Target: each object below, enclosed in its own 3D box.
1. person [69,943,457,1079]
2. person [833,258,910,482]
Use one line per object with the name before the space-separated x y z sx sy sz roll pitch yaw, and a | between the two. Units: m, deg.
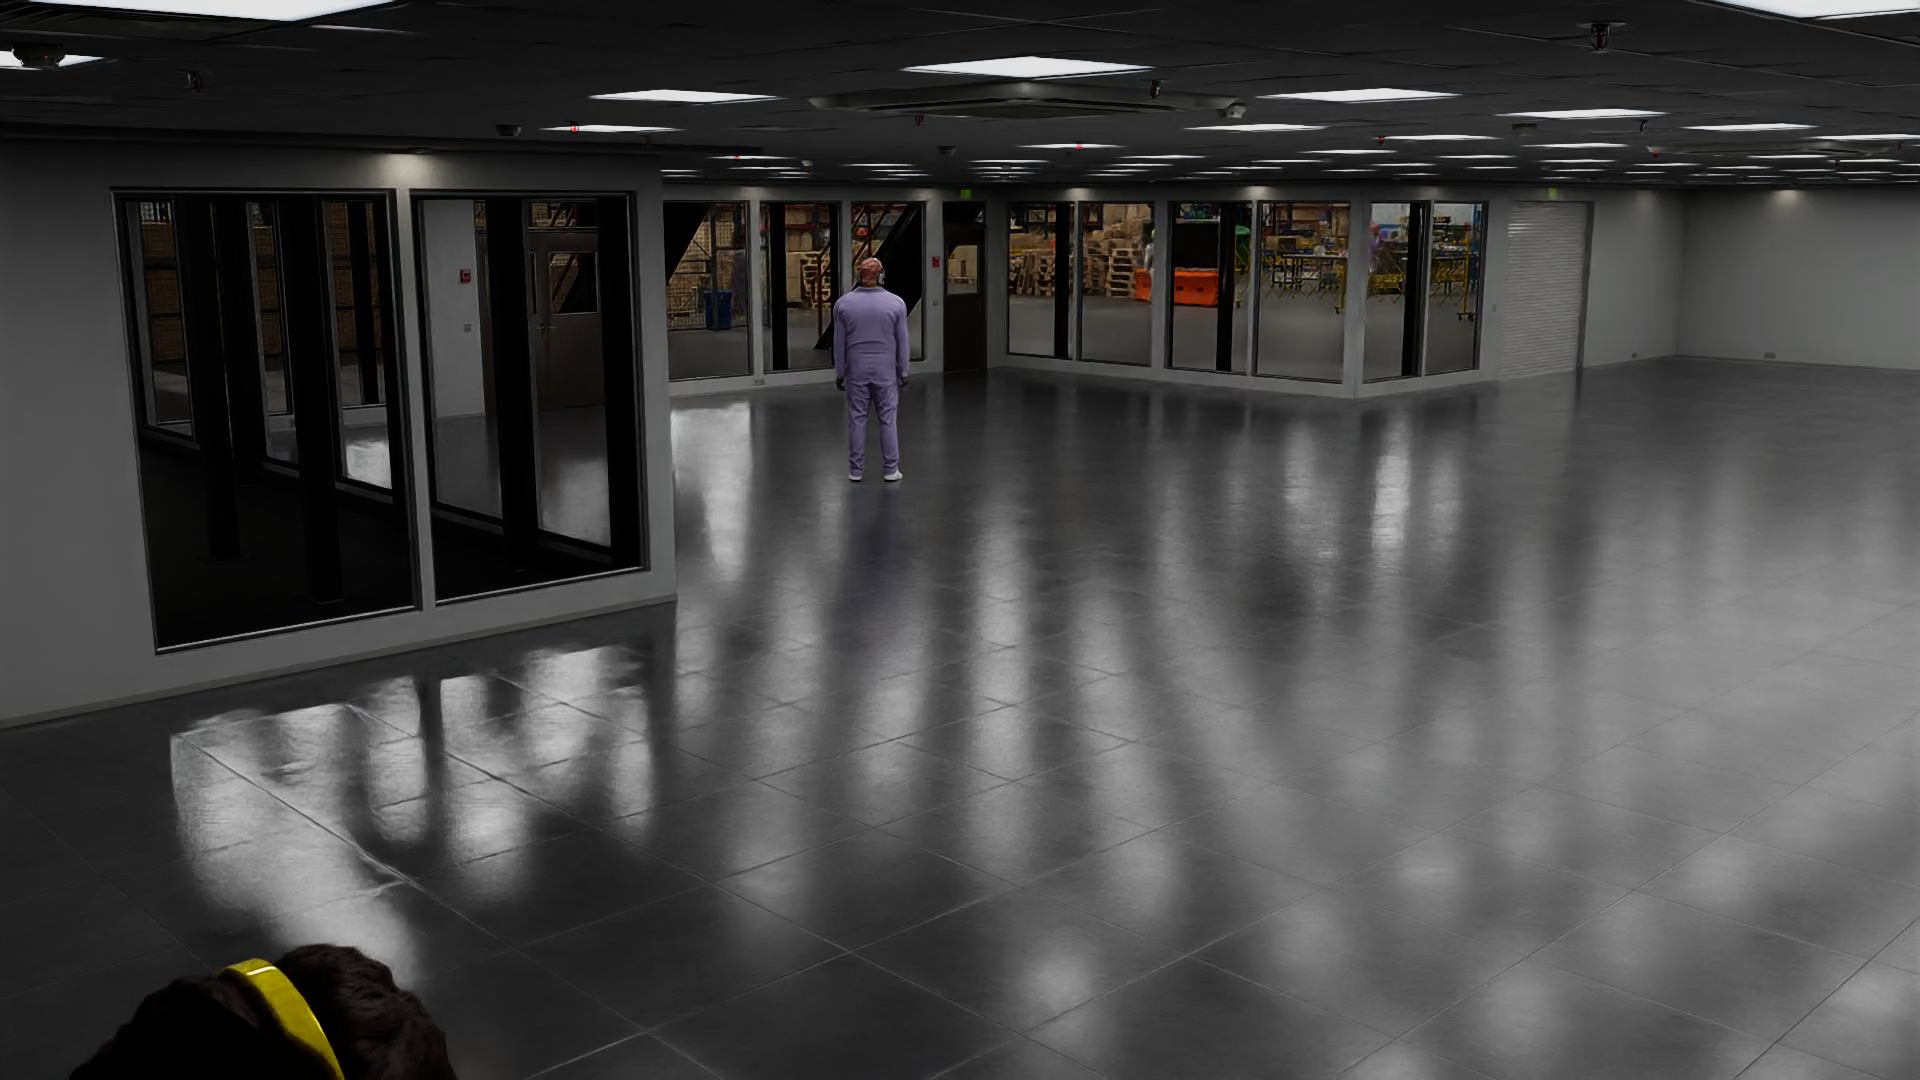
person | -0.409 1.173 1.231 0.502 1.862 0.328 10 15 42
person | -0.747 -1.439 14.171 0.652 1.906 0.409 0 11 2
